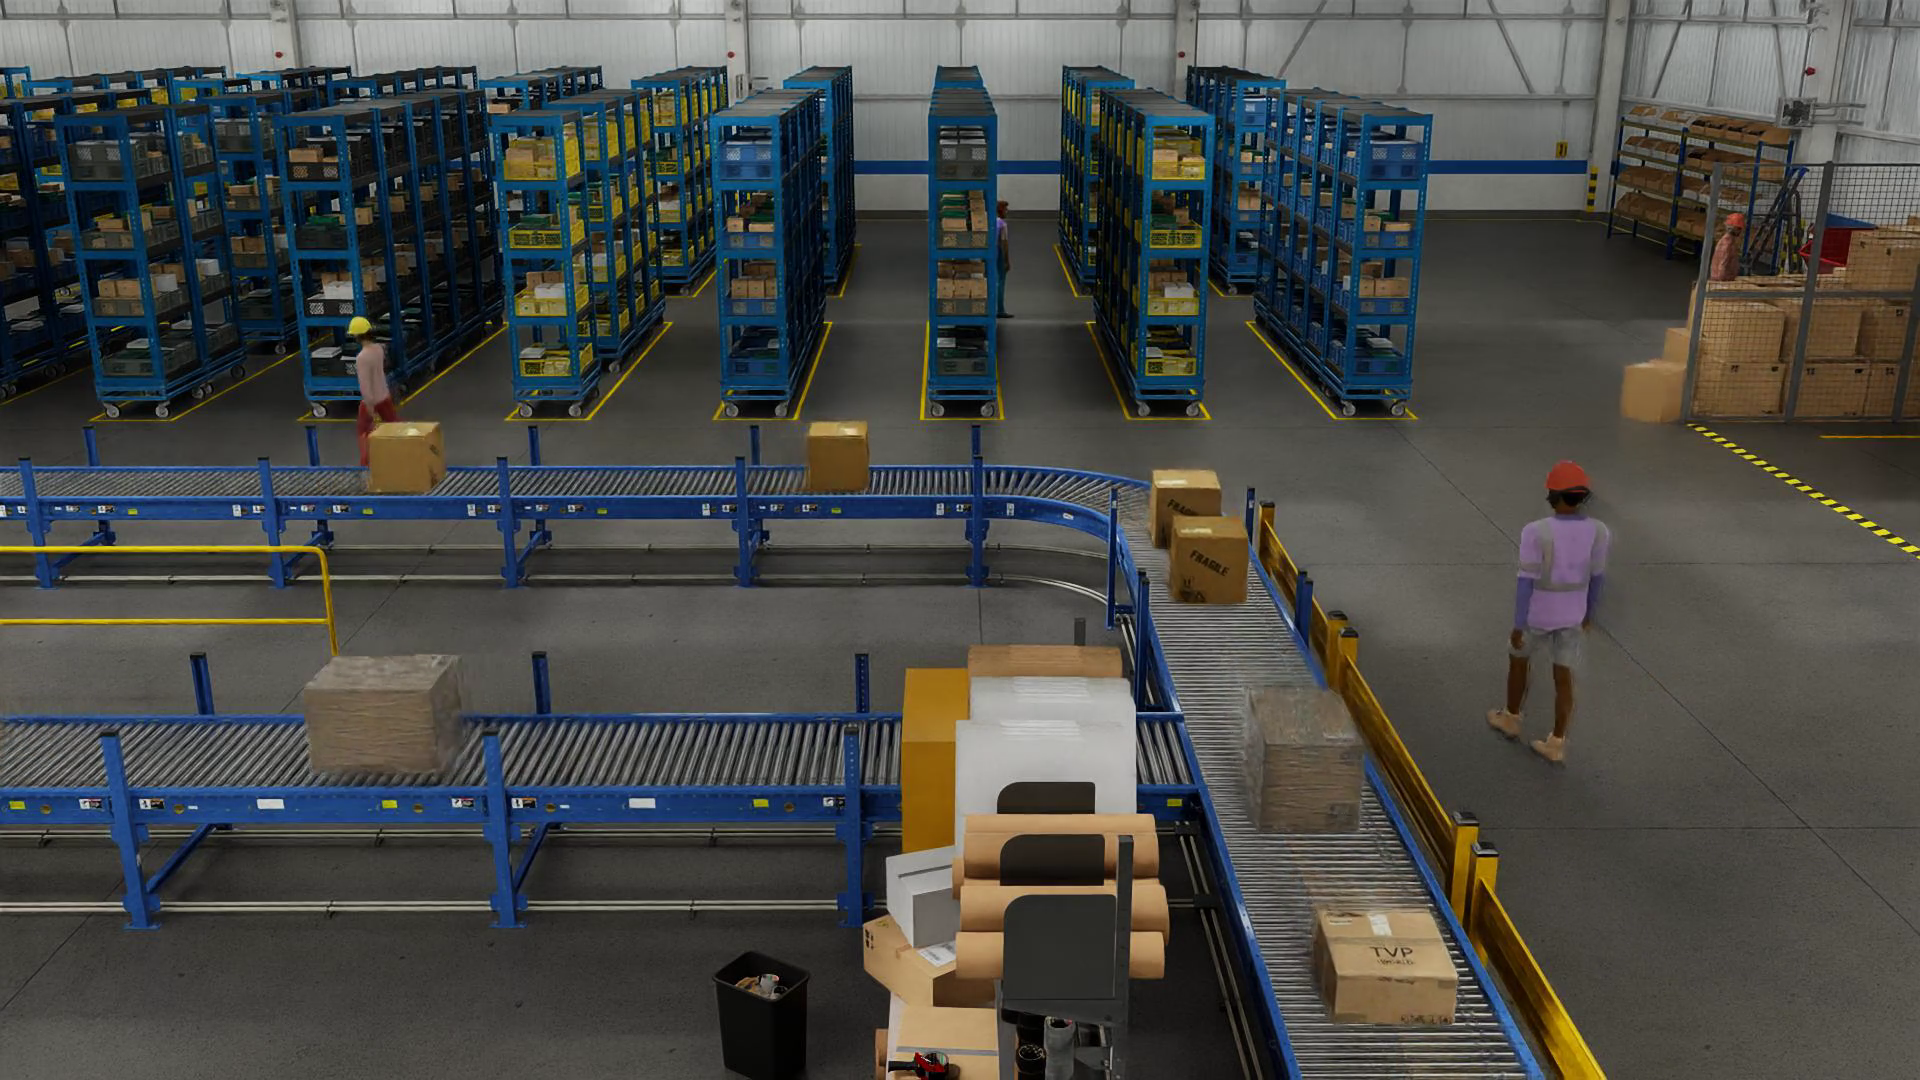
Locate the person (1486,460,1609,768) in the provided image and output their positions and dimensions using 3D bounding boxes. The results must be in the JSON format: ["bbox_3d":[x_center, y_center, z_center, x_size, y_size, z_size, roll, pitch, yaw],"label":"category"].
[{"bbox_3d":[3.873,0.438,11.026,0.648,2.013,0.878,-3,18,-9],"label":"person"}]

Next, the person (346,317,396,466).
[{"bbox_3d":[-6.070,-1.491,17.413,0.834,1.731,0.526,3,18,10],"label":"person"}]

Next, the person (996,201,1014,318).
[{"bbox_3d":[0.589,-4.442,26.348,0.390,1.838,0.563,-11,21,-30],"label":"person"}]

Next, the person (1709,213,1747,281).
[{"bbox_3d":[10.868,-3.645,23.656,0.401,1.986,0.612,9,20,26],"label":"person"}]
